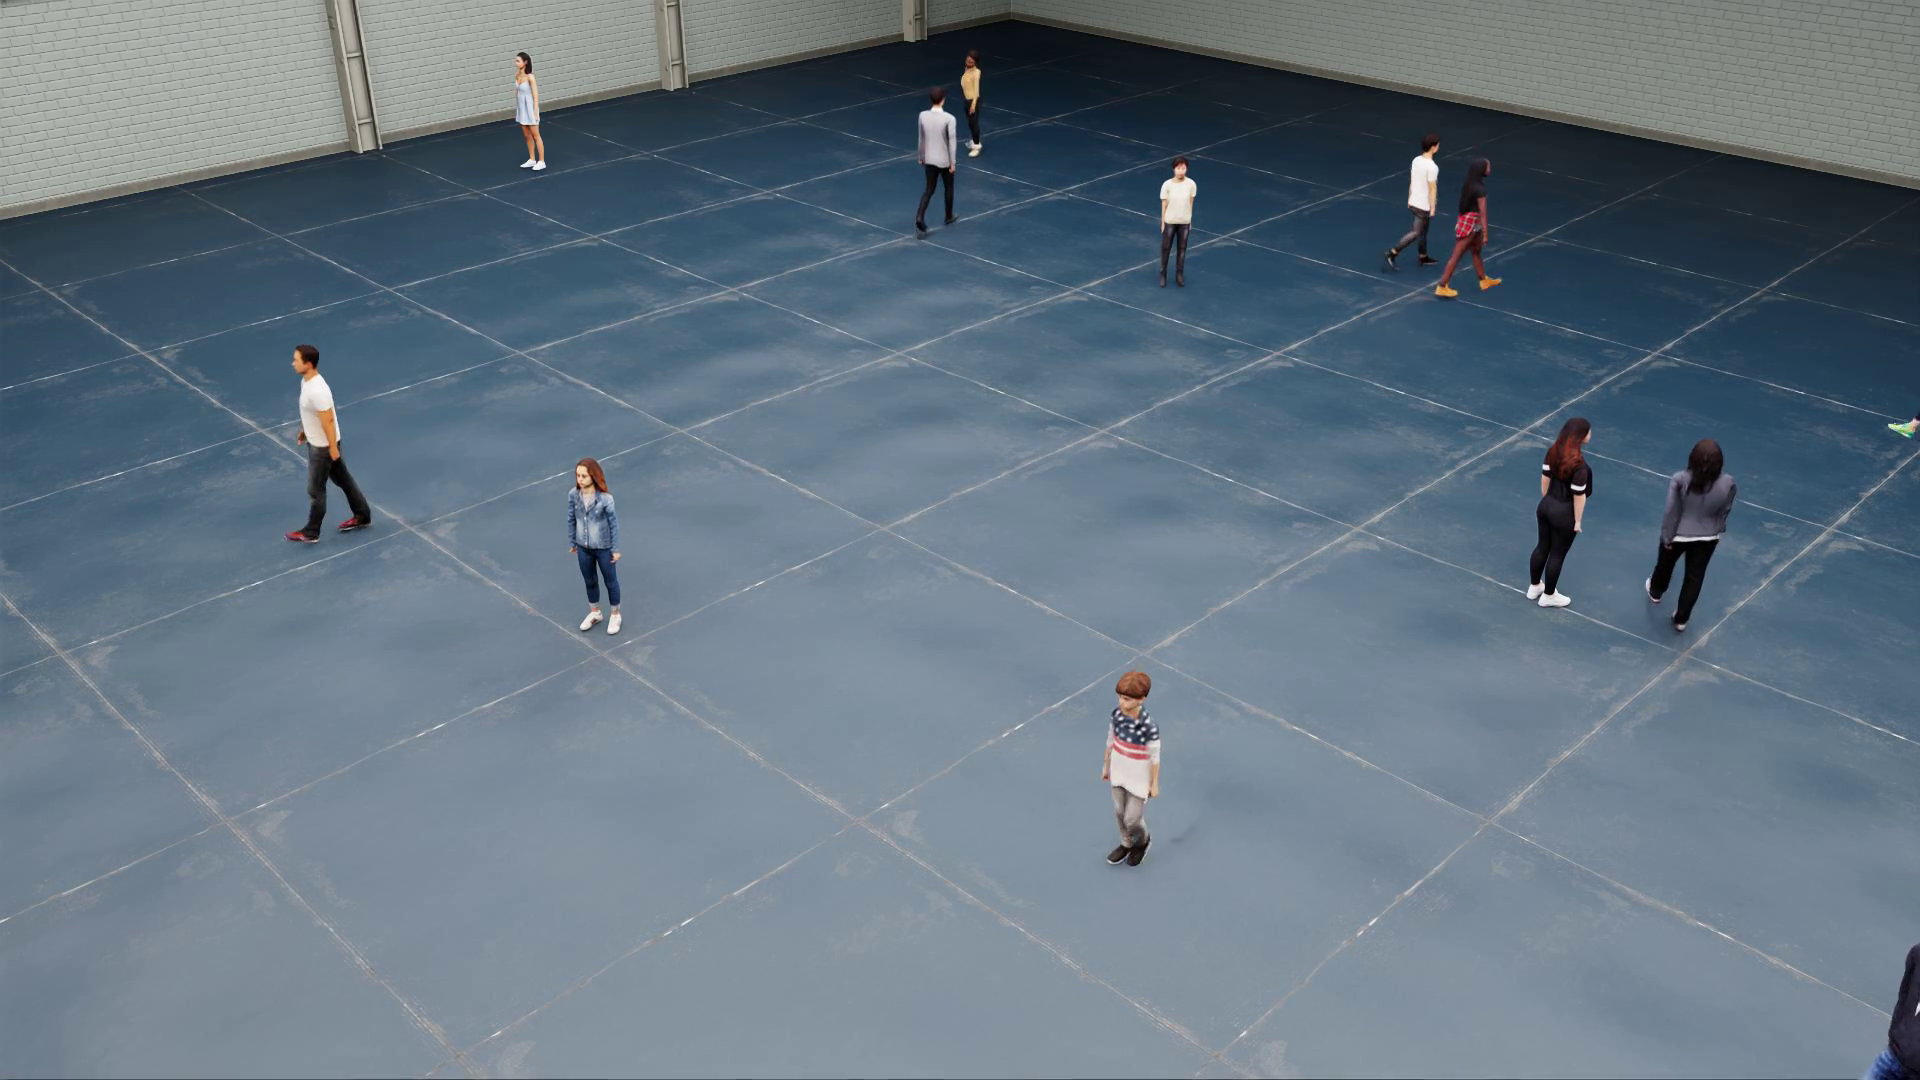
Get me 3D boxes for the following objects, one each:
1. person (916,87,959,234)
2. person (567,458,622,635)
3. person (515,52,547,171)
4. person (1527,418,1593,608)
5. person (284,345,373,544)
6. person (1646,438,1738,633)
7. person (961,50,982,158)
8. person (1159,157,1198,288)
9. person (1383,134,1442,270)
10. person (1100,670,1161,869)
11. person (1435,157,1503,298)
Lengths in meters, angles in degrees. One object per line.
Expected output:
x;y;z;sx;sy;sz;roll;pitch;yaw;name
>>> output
-0.340;-5.048;22.148;0.993;1.910;1.300;13;31;23;person
-2.856;0.037;13.063;0.644;1.475;0.649;7;29;13;person
-6.472;-6.444;24.961;0.621;1.730;0.575;18;33;31;person
4.833;-0.235;13.399;0.704;1.639;0.694;-11;30;-19;person
-5.426;-0.861;14.429;1.072;1.777;0.851;-13;31;-23;person
5.748;-0.013;13.060;0.935;1.565;1.053;7;29;12;person
0.203;-6.762;25.664;0.803;1.630;0.869;-4;28;-7;person
2.647;-3.888;20.314;0.626;1.587;0.708;-2;28;-4;person
5.707;-4.210;20.803;1.156;1.696;0.974;-7;29;-12;person
1.124;1.428;10.498;0.530;1.430;0.523;24;36;37;person
5.980;-3.686;19.830;1.156;1.686;1.023;-3;28;-7;person
